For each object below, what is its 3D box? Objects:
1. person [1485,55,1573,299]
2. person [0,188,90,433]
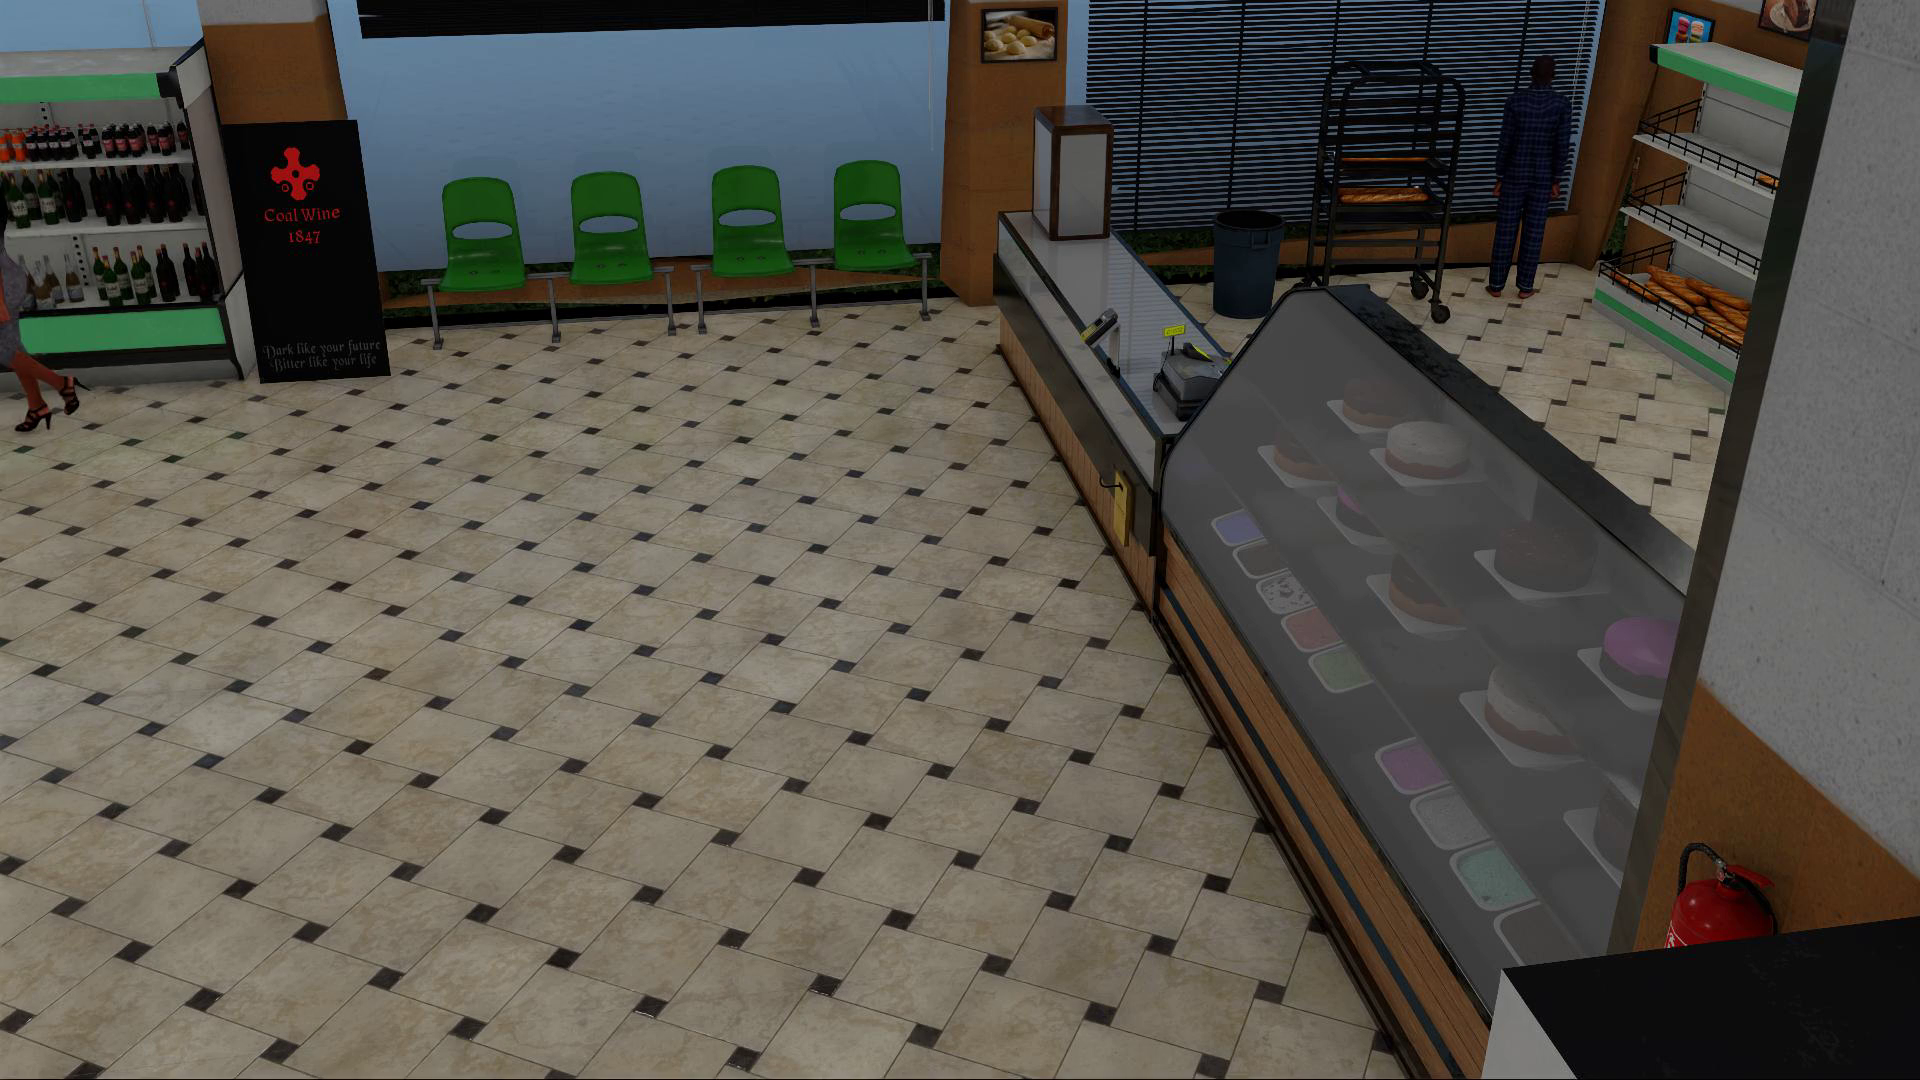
[{"bbox_3d":[4.261,-2.724,12.500,0.706,1.825,0.826,7,28,14],"label":"person"},{"bbox_3d":[-5.708,-1.480,10.109,0.771,1.767,0.664,-9,28,-18],"label":"person"}]
